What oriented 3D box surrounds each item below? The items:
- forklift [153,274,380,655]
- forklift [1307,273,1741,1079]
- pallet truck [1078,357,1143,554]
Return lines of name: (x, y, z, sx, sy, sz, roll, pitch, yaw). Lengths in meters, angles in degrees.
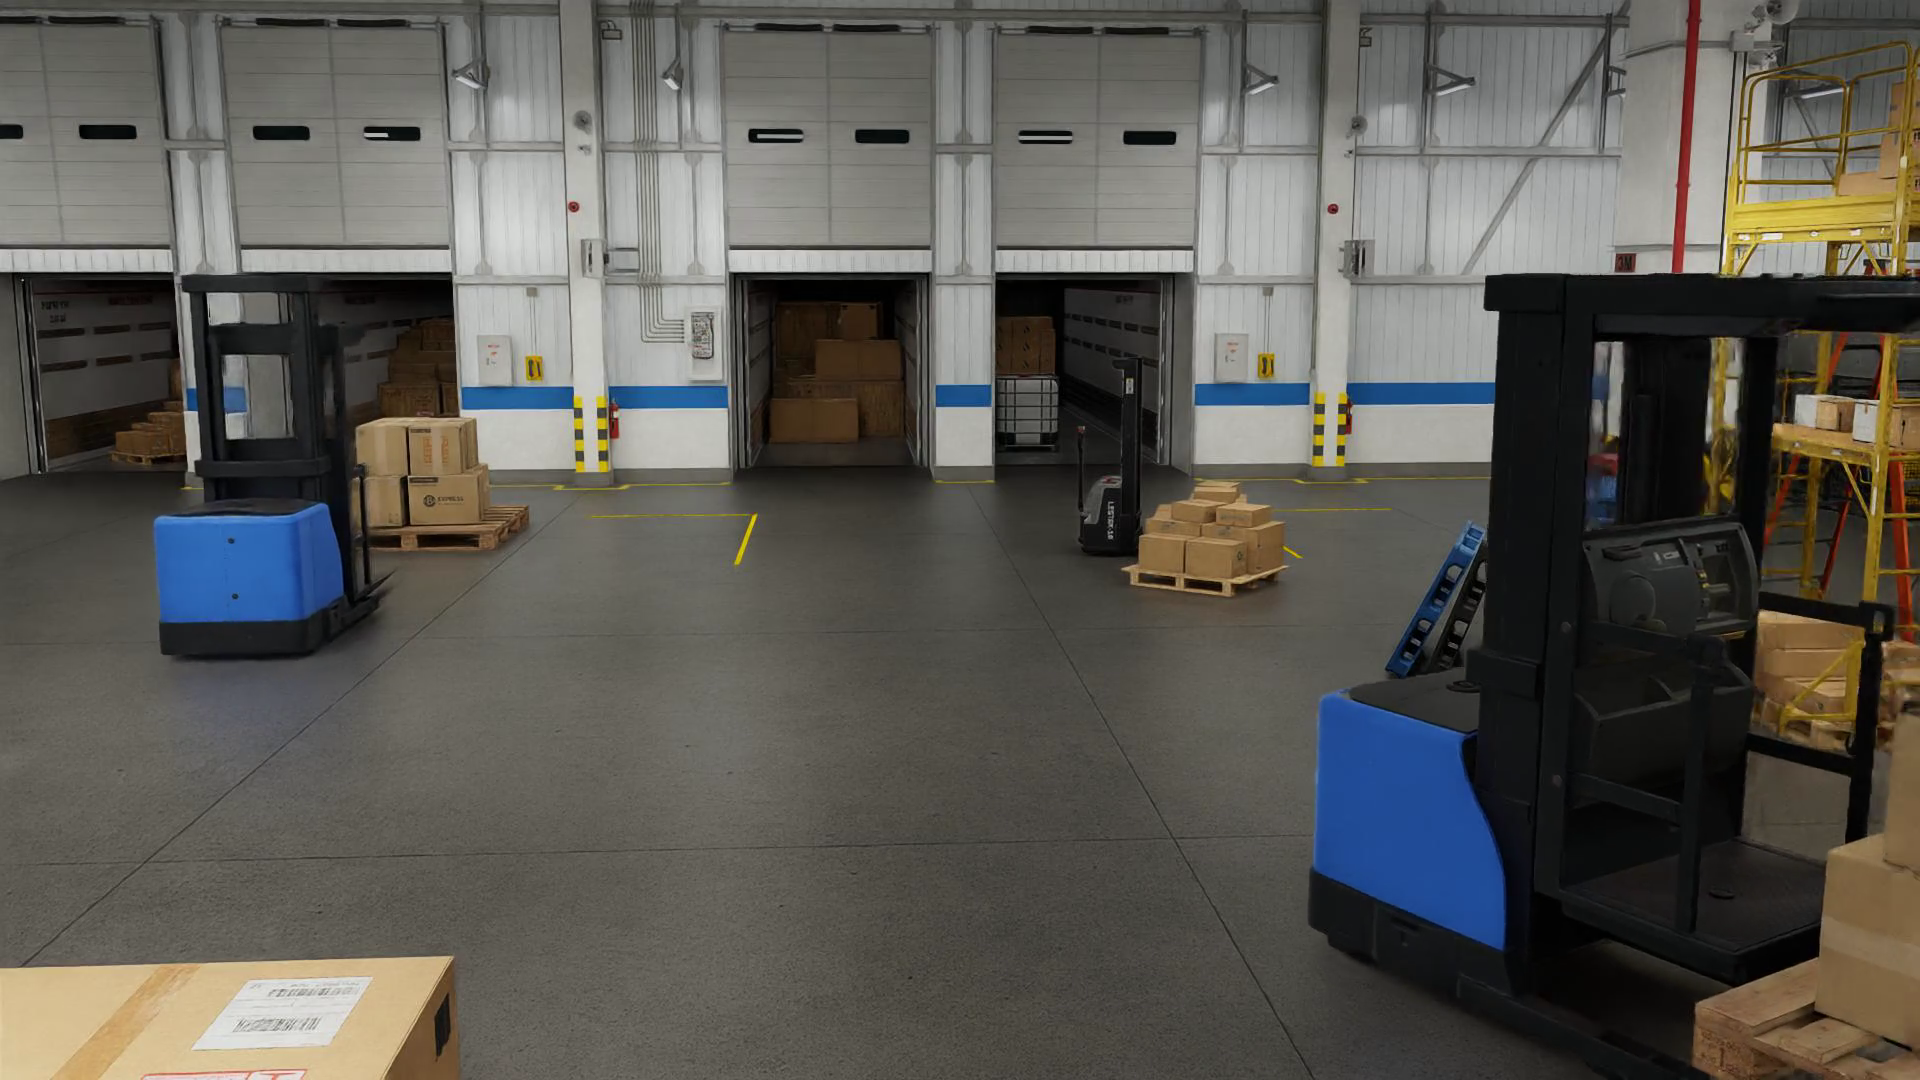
forklift: (-5.354, -0.640, 12.767, 1.129, 2.768, 1.873, -1, 9, -4)
forklift: (2.376, 0.379, 6.366, 1.129, 2.768, 1.873, -6, 11, -32)
pallet truck: (2.088, -0.836, 16.757, 1.885, 1.965, 0.823, 2, 9, 13)
